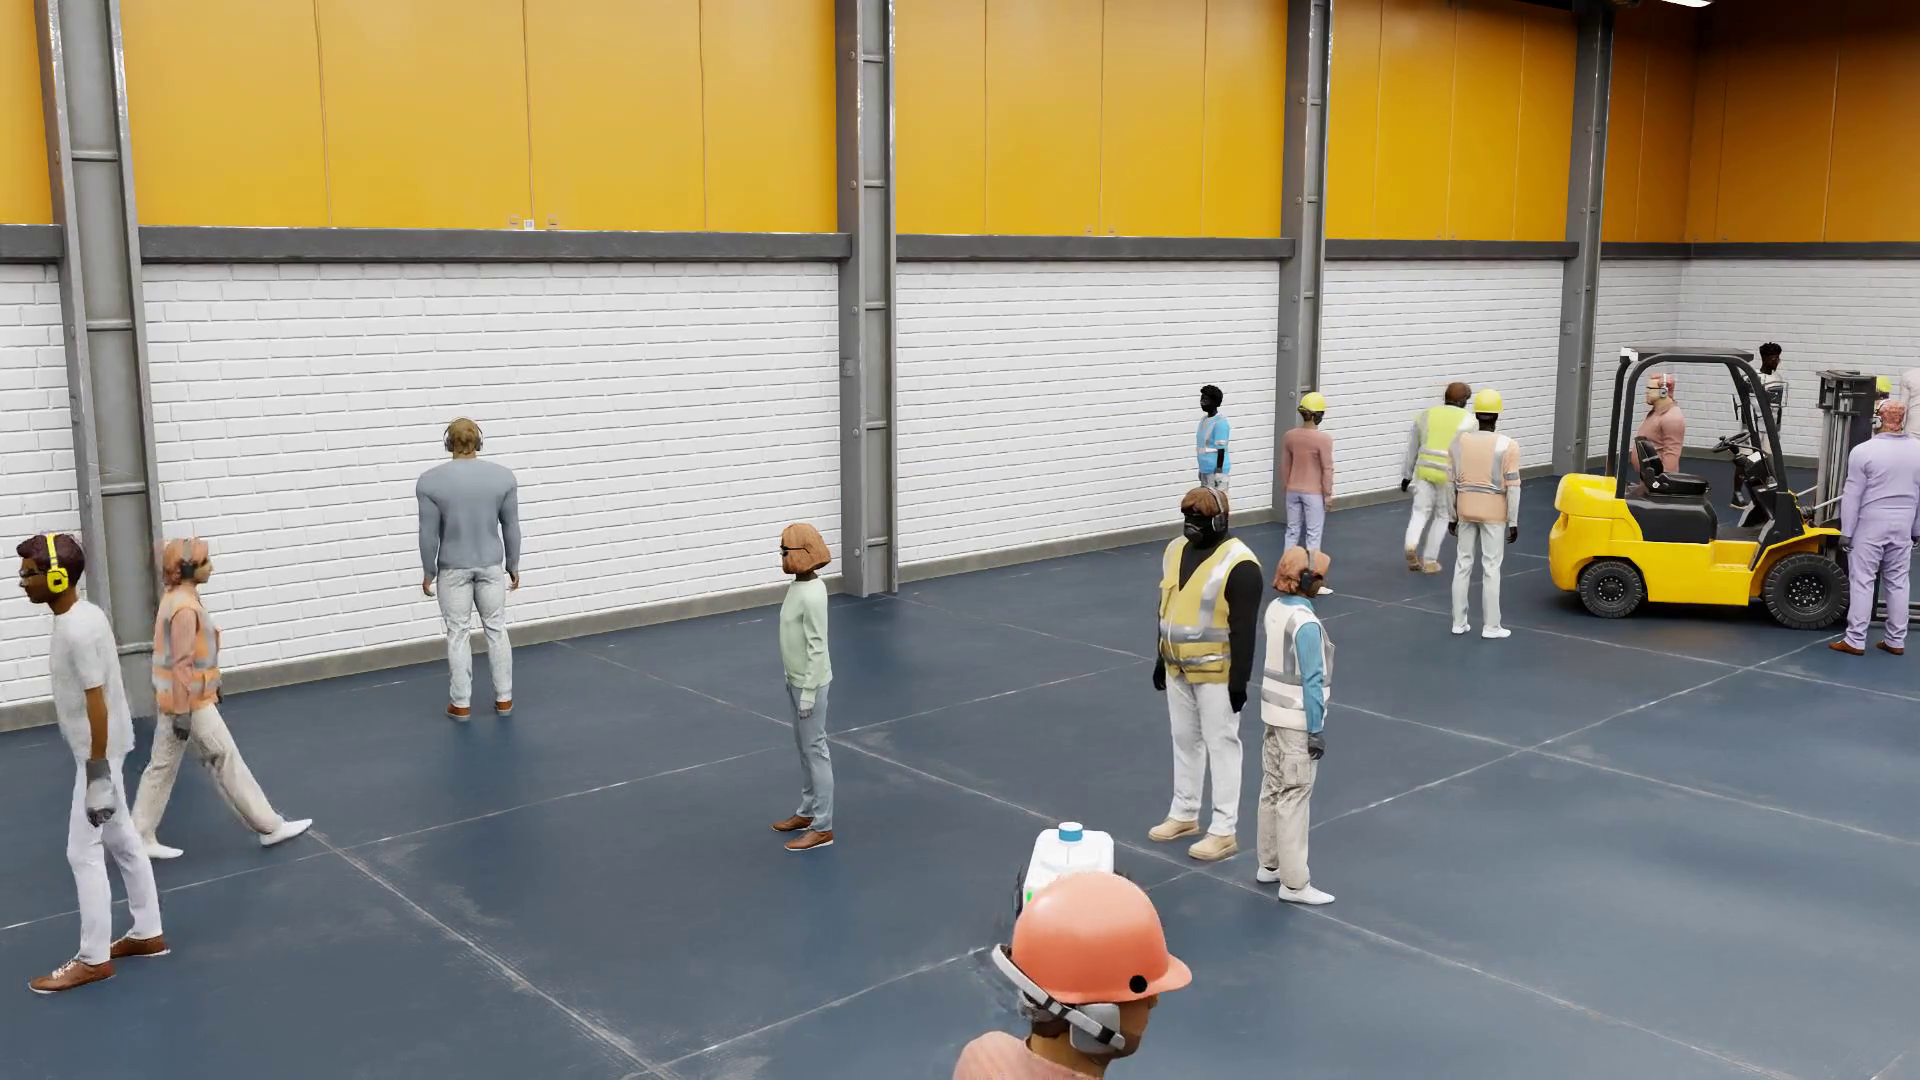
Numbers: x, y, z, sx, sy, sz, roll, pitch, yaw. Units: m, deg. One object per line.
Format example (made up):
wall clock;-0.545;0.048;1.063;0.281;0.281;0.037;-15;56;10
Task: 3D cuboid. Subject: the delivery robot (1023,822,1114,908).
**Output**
delivery robot;0.464;1.435;7.010;0.477;0.478;0.707;1;10;8

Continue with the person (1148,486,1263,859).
person;1.195;0.642;8.191;0.429;1.841;0.626;-6;11;-31

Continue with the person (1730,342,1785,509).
person;9.327;-1.326;19.372;0.598;1.958;0.381;-3;10;-17

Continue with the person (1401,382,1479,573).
person;4.387;-0.548;15.275;0.687;1.800;0.680;8;12;39

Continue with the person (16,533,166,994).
person;-3.576;0.895;6.717;0.618;1.841;0.575;-5;11;-26

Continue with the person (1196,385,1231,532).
person;2.488;-0.686;16.388;0.321;1.691;0.537;-2;10;-14

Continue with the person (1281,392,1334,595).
person;3.033;-0.403;14.500;0.330;1.768;0.526;-8;13;-40

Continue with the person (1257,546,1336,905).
person;1.530;0.838;7.614;0.308;1.639;0.510;-2;10;-11

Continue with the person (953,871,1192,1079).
person;0.177;1.505;2.835;1.043;1.942;0.644;-3;10;-18

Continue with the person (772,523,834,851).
person;-0.781;0.722;8.305;0.286;1.633;0.499;-3;10;-16

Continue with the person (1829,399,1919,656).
person;6.794;-0.089;12.285;0.645;1.899;0.403;-1;10;-5

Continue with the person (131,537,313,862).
person;-3.696;0.772;8.110;0.851;1.585;0.538;-5;11;-29

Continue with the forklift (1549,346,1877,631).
forklift;6.109;-0.478;13.691;2.313;2.155;1.214;3;10;16

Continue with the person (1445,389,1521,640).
person;4.026;-0.197;12.815;0.588;1.930;0.359;8;13;40

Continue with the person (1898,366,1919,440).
person;11.518;-1.385;19.834;0.643;1.911;0.411;4;10;22

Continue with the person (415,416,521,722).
person;-3.106;0.183;10.567;0.635;1.936;0.355;-5;11;-27

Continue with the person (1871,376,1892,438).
person;9.109;-0.757;16.589;0.448;1.751;0.547;-6;11;-31

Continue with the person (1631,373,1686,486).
person;6.211;-0.538;14.876;0.406;1.911;0.639;2;10;9
